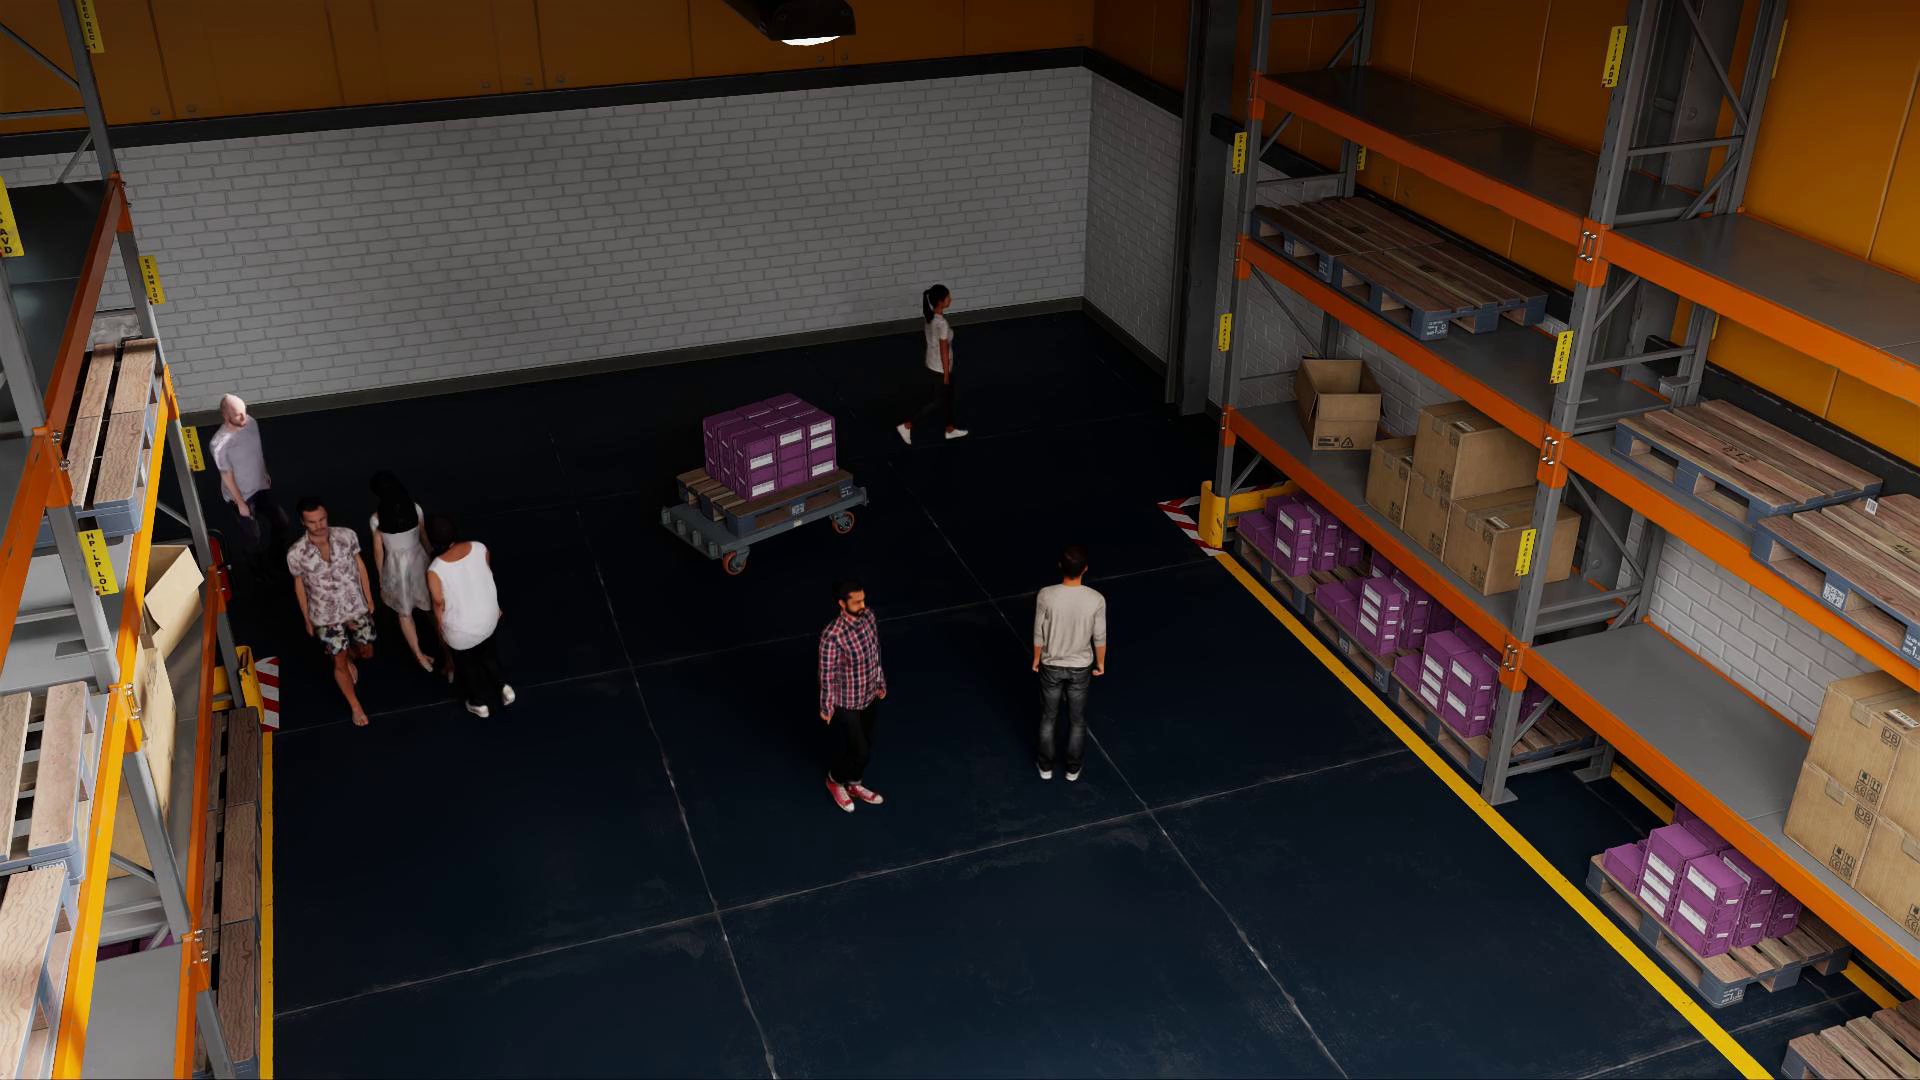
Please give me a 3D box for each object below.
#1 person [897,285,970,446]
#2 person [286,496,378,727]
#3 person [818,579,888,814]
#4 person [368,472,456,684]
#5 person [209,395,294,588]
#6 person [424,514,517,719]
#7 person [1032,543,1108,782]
[{"bbox_3d":[-0.282,-1.661,16.104,0.635,1.622,0.940,-10,30,-18],"label":"person"},{"bbox_3d":[-4.538,0.454,12.045,0.839,1.795,0.983,-19,34,-31],"label":"person"},{"bbox_3d":[-0.766,1.006,11.081,0.855,1.749,0.803,14,32,24],"label":"person"},{"bbox_3d":[-4.087,0.319,12.342,0.689,1.747,0.699,-9,30,-16],"label":"person"},{"bbox_3d":[-5.894,-0.405,13.614,0.905,1.801,0.834,7,29,12],"label":"person"},{"bbox_3d":[-3.514,0.582,11.935,0.829,1.676,0.868,-24,36,-36],"label":"person"},{"bbox_3d":[0.728,0.850,11.308,0.726,1.805,0.694,2,29,4],"label":"person"}]
